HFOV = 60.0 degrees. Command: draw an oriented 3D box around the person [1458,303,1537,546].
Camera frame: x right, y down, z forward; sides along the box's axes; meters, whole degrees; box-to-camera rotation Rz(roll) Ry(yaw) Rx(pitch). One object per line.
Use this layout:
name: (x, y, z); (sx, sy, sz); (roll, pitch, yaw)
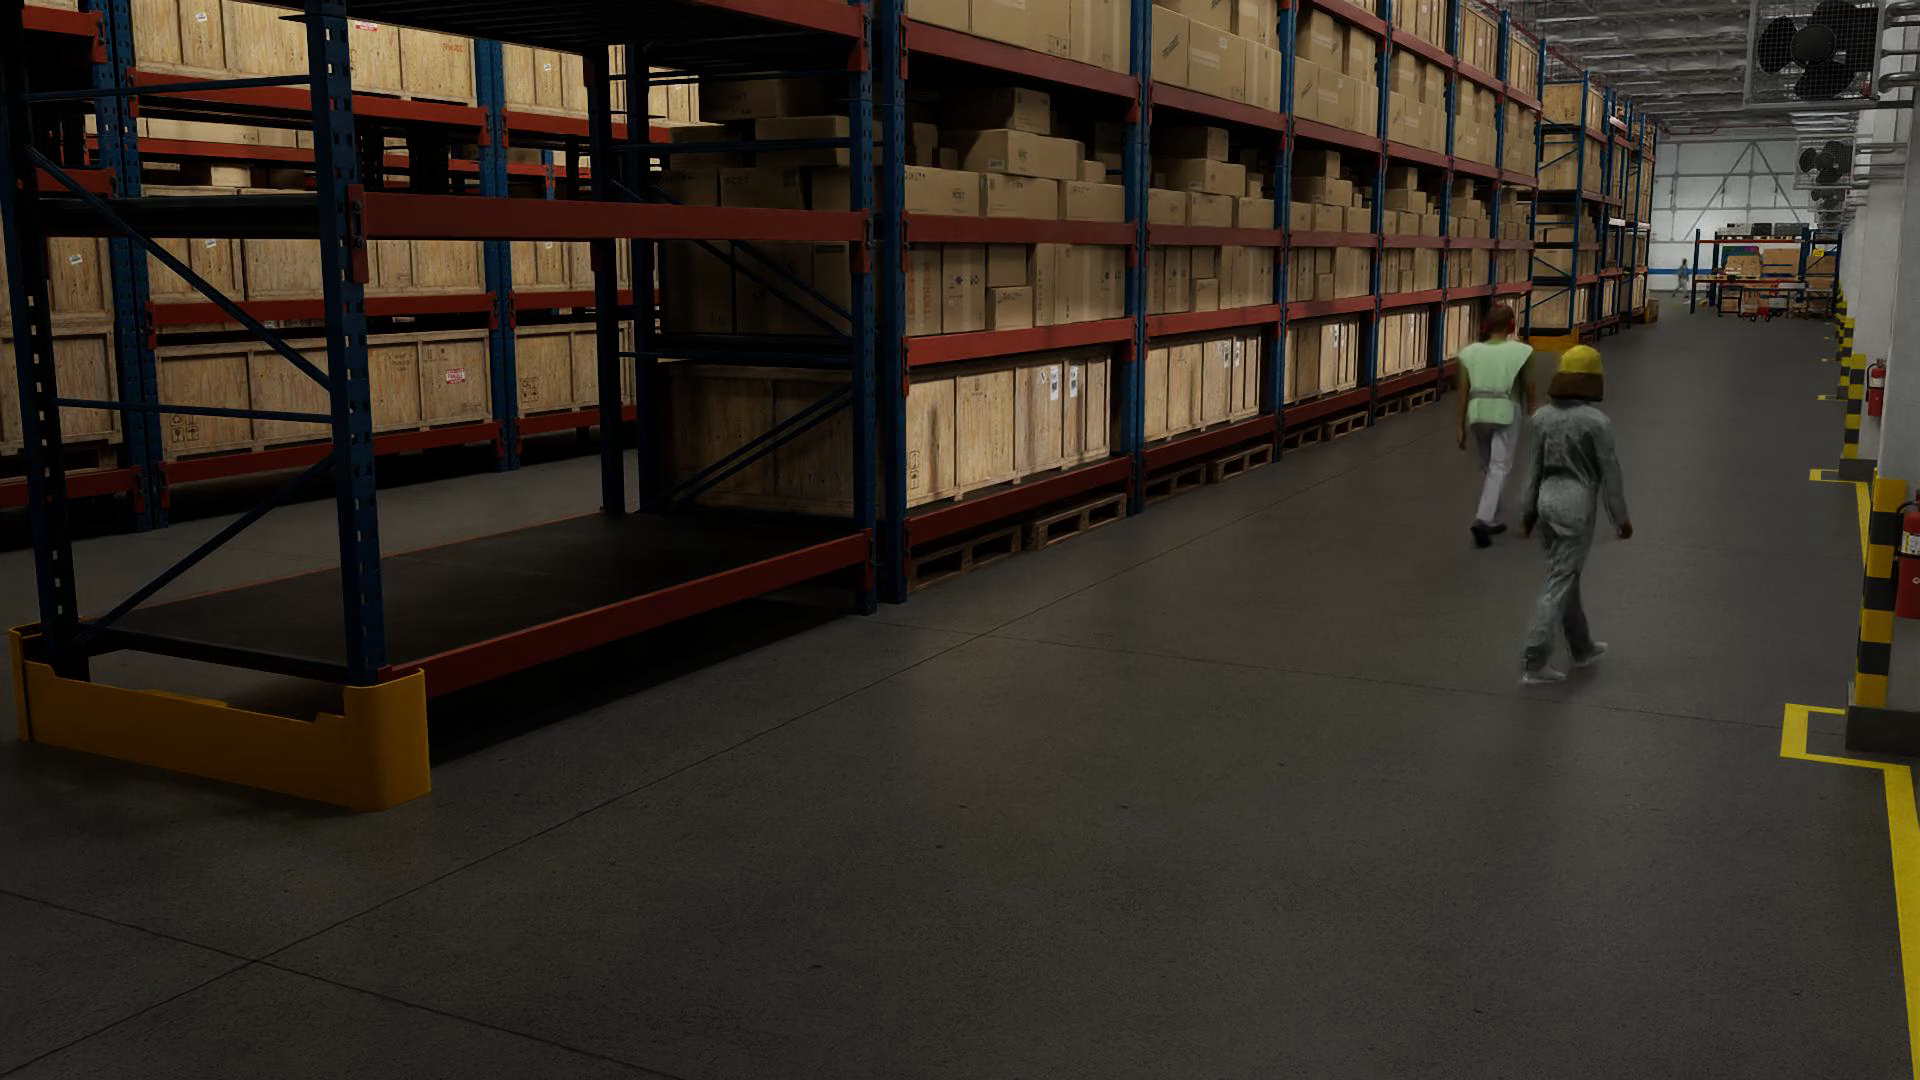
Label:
person: (4.023, -0.882, 12.566); (0.566, 1.811, 0.947); (8, 13, 38)

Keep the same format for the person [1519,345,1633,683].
person: (3.163, -0.132, 8.501); (0.768, 1.711, 0.495); (-5, 11, -25)

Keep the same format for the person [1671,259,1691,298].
person: (35.018, -12.695, 80.693); (0.642, 1.900, 0.980); (-9, 13, -42)
